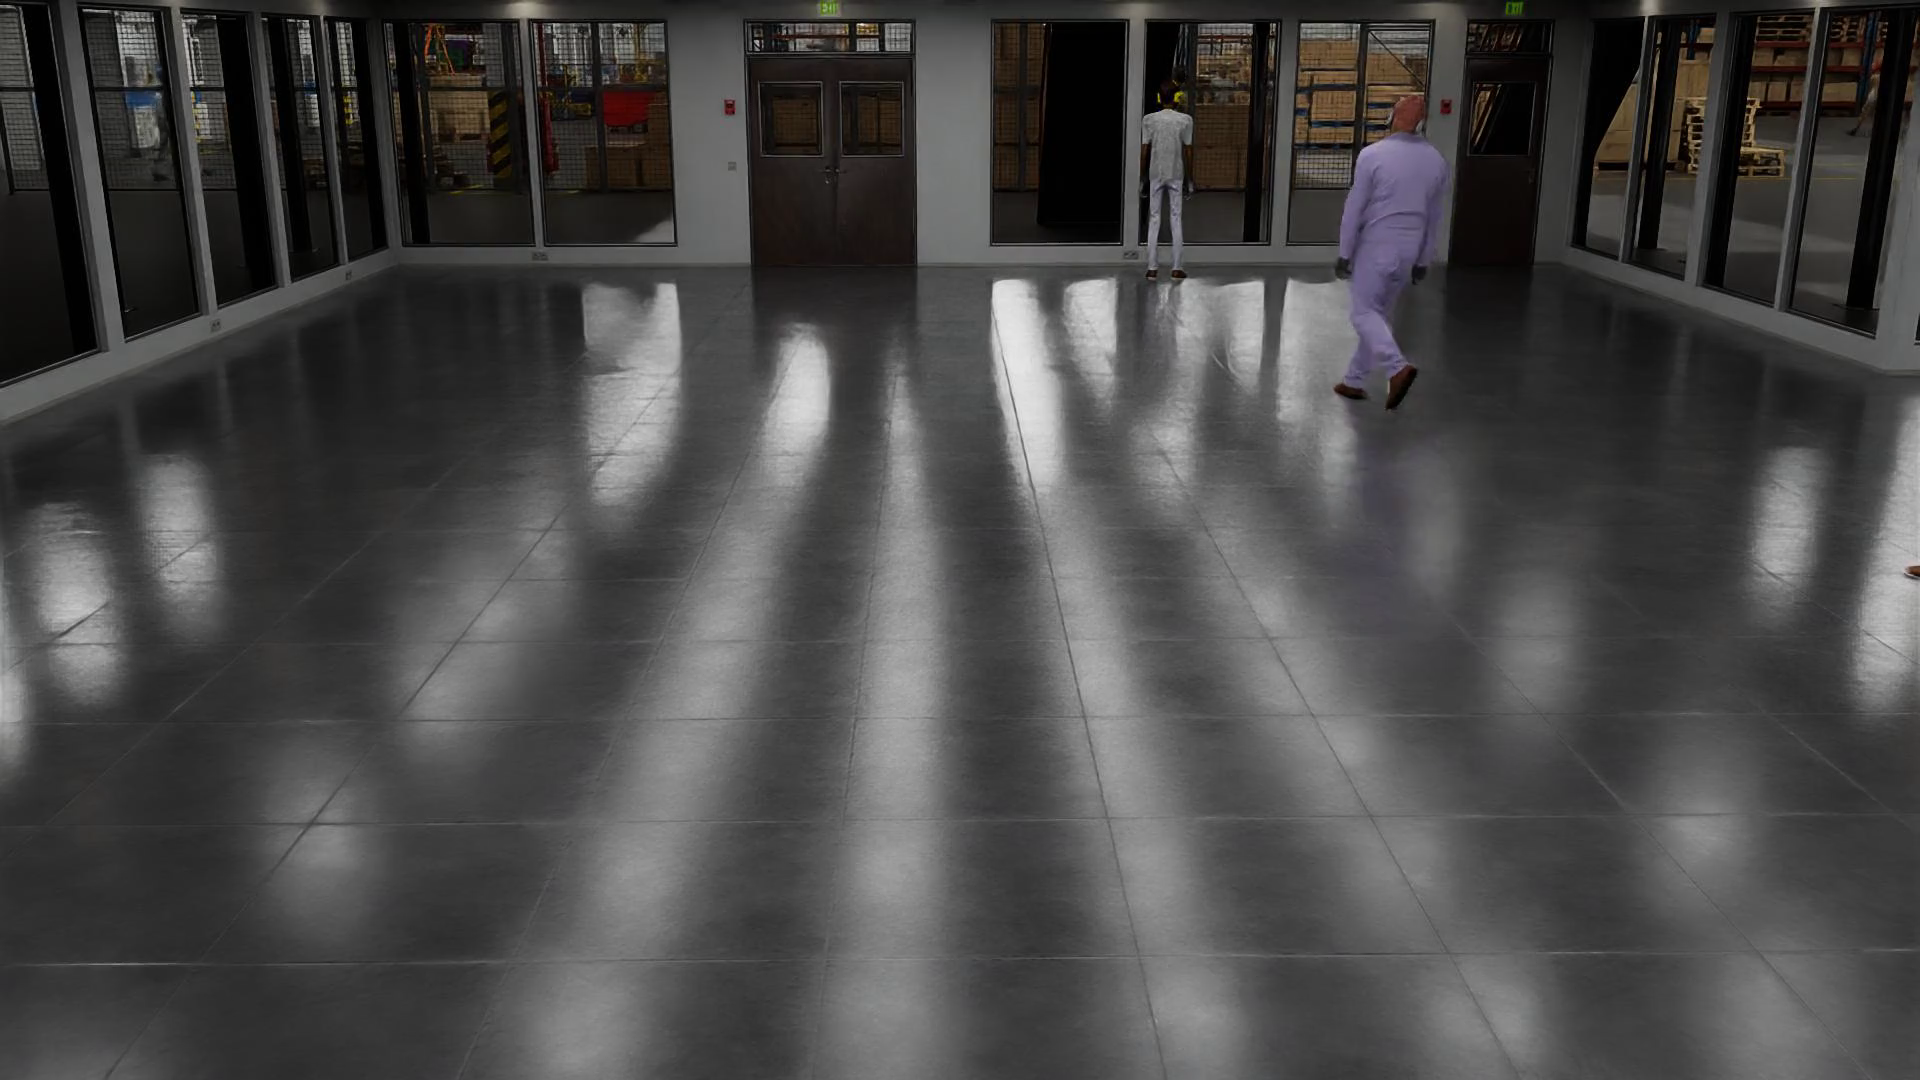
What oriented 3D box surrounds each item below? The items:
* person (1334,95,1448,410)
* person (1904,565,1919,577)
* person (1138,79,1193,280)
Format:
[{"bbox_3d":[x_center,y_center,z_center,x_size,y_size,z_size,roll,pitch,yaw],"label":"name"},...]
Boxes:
[{"bbox_3d":[2.632,-1.738,10.101,0.682,1.862,0.749,-8,18,-25],"label":"person"},{"bbox_3d":[4.032,-0.571,6.522,0.284,1.634,0.498,5,17,15],"label":"person"},{"bbox_3d":[1.952,-3.405,15.767,0.518,1.865,0.323,4,17,12],"label":"person"}]
